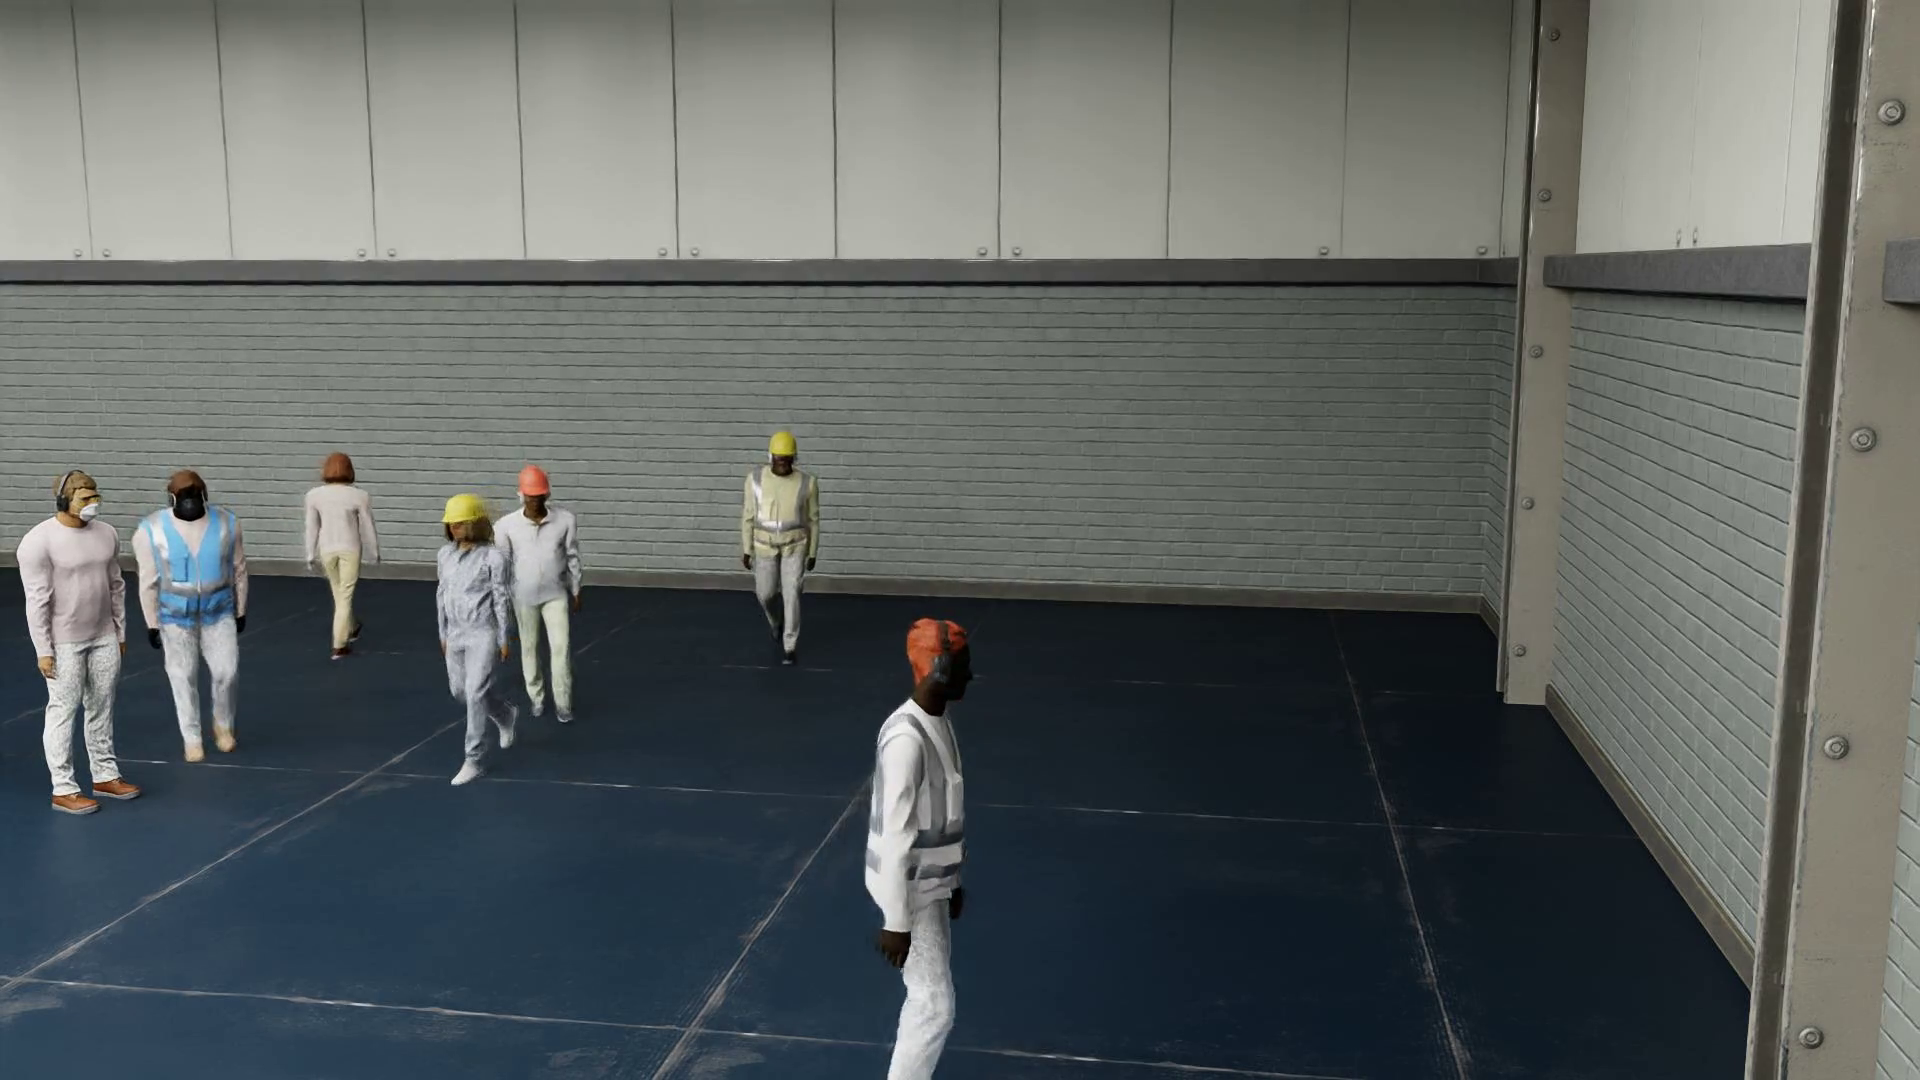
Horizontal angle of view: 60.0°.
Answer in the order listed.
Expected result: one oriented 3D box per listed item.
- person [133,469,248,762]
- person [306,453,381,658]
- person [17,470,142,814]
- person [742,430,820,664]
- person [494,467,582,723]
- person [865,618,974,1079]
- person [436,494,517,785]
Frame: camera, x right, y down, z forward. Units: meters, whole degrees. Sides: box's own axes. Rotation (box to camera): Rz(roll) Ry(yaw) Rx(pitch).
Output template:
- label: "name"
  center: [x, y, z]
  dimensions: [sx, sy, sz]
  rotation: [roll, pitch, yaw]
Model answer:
- label: "person"
  center: [-4.719, 0.469, 10.277]
  dimensions: [0.636, 1.830, 0.439]
  rotation: [-6, 11, -31]
- label: "person"
  center: [-4.892, 0.097, 13.259]
  dimensions: [0.527, 1.585, 0.839]
  rotation: [0, 9, 2]
- label: "person"
  center: [-4.950, 0.564, 9.370]
  dimensions: [0.374, 1.933, 0.625]
  rotation: [3, 10, 20]
- label: "person"
  center: [-1.388, 0.032, 12.994]
  dimensions: [0.604, 1.814, 0.638]
  rotation: [0, 9, 1]
- label: "person"
  center: [-2.802, 0.377, 11.122]
  dimensions: [0.596, 1.720, 0.796]
  rotation: [-3, 10, -20]
- label: "person"
  center: [-0.127, 1.196, 5.683]
  dimensions: [0.387, 1.869, 0.613]
  rotation: [2, 9, 11]
- label: "person"
  center: [-2.902, 0.558, 10.052]
  dimensions: [0.489, 1.724, 0.699]
  rotation: [4, 10, 21]
